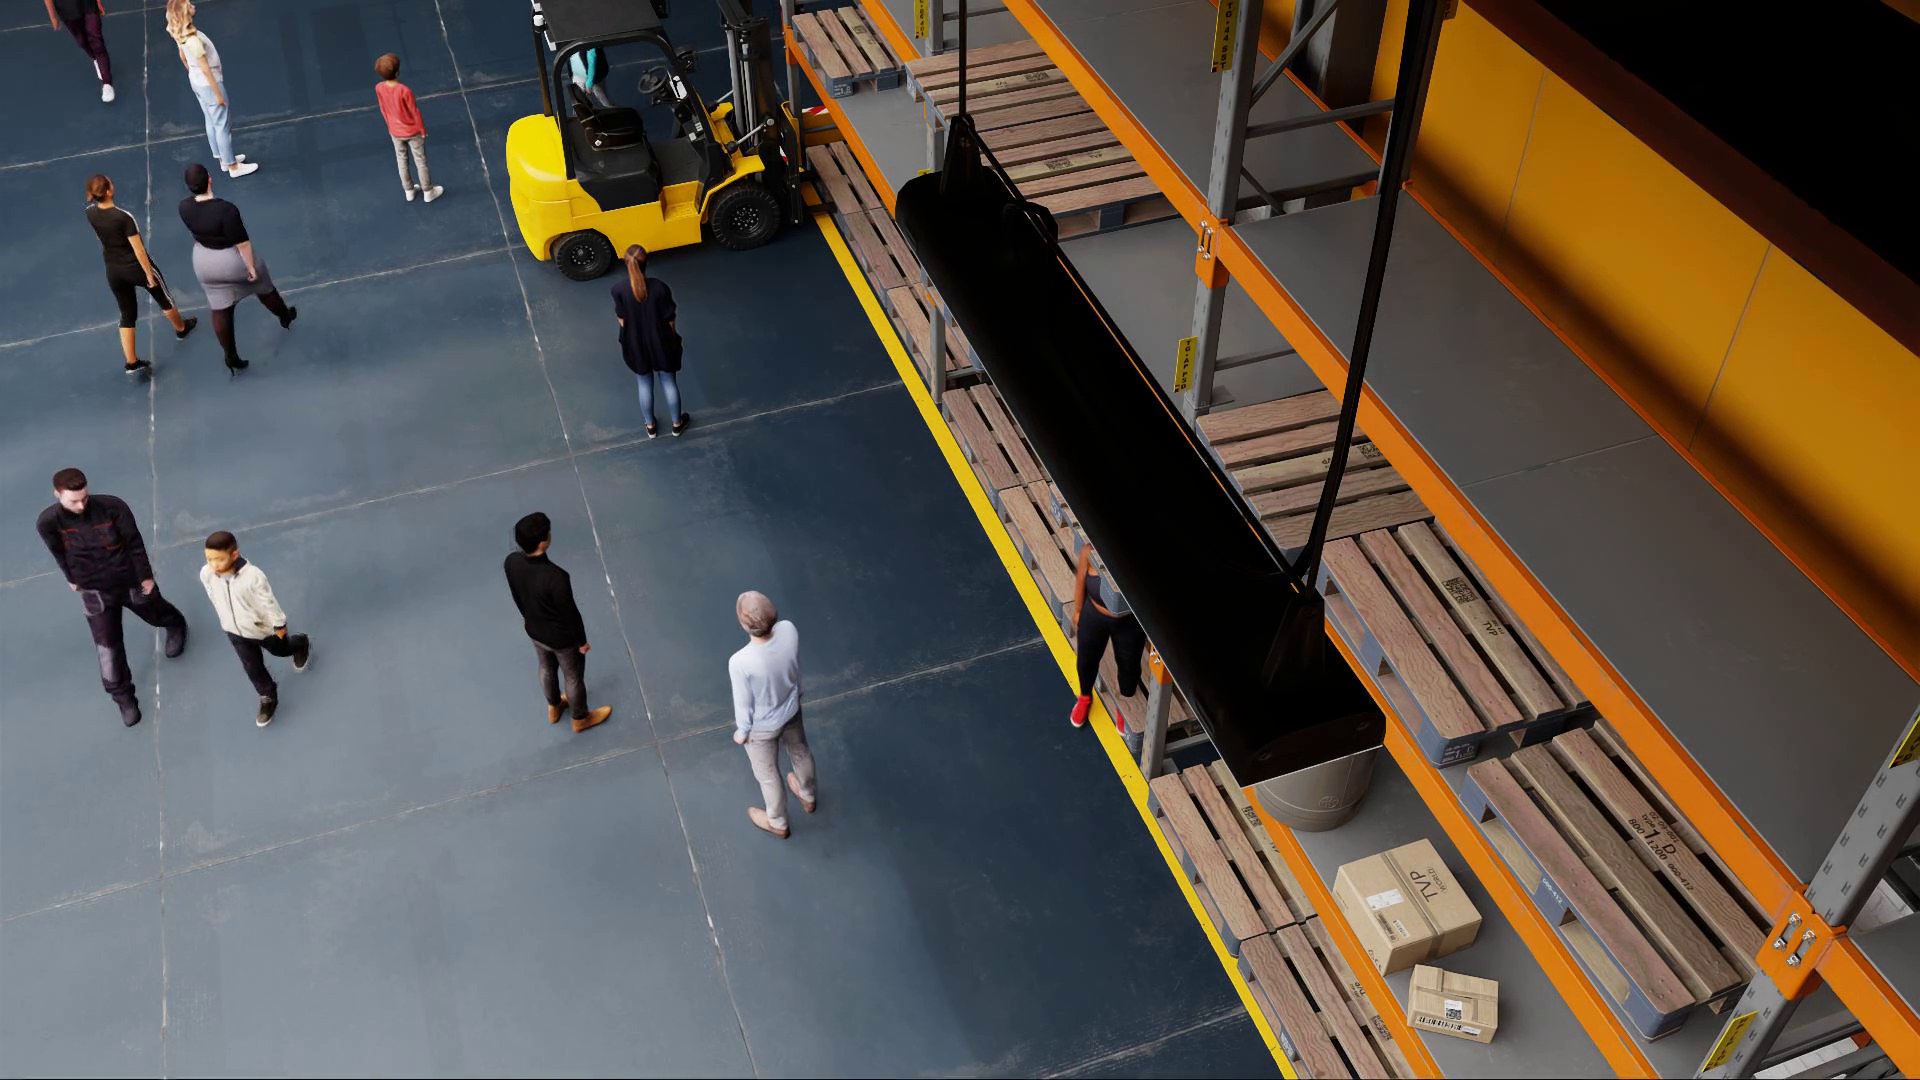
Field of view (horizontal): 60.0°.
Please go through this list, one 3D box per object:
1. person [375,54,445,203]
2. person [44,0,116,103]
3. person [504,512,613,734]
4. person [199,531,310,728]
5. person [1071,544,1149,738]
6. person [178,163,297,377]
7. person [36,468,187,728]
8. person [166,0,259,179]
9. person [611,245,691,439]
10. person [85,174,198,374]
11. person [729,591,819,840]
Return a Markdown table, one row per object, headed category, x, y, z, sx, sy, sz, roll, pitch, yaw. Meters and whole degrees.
| category | x | y | z | sx | sy | sz | roll | pitch | yaw |
| --- | --- | --- | --- | --- | --- | --- | --- | --- | --- |
| person | -4.959 | -3.675 | 14.848 | 0.600 | 1.417 | 0.634 | 9 | 44 | 9 |
| person | -8.633 | -5.243 | 16.258 | 0.643 | 1.742 | 1.147 | -13 | 45 | -13 |
| person | -2.508 | 0.516 | 10.227 | 0.685 | 1.723 | 0.778 | 23 | 48 | 22 |
| person | -4.438 | 0.468 | 10.483 | 0.813 | 1.438 | 0.992 | 3 | 44 | 3 |
| person | 0.944 | 0.467 | 10.211 | 0.768 | 1.816 | 0.795 | 9 | 44 | 9 |
| person | -5.759 | -2.067 | 12.944 | 0.933 | 1.714 | 1.154 | 7 | 44 | 7 |
| person | -5.296 | 0.203 | 10.451 | 0.731 | 1.867 | 1.094 | -12 | 45 | -13 |
| person | -6.828 | -4.108 | 15.081 | 0.768 | 1.723 | 0.633 | -35 | 53 | -31 |
| person | -2.299 | -1.464 | 12.334 | 0.701 | 1.683 | 0.681 | 0 | 44 | 0 |
| person | -6.535 | -2.064 | 12.998 | 0.942 | 1.637 | 1.157 | 7 | 44 | 7 |
| person | -1.081 | 1.002 | 9.596 | 0.731 | 1.890 | 0.750 | 33 | 52 | 29 |
